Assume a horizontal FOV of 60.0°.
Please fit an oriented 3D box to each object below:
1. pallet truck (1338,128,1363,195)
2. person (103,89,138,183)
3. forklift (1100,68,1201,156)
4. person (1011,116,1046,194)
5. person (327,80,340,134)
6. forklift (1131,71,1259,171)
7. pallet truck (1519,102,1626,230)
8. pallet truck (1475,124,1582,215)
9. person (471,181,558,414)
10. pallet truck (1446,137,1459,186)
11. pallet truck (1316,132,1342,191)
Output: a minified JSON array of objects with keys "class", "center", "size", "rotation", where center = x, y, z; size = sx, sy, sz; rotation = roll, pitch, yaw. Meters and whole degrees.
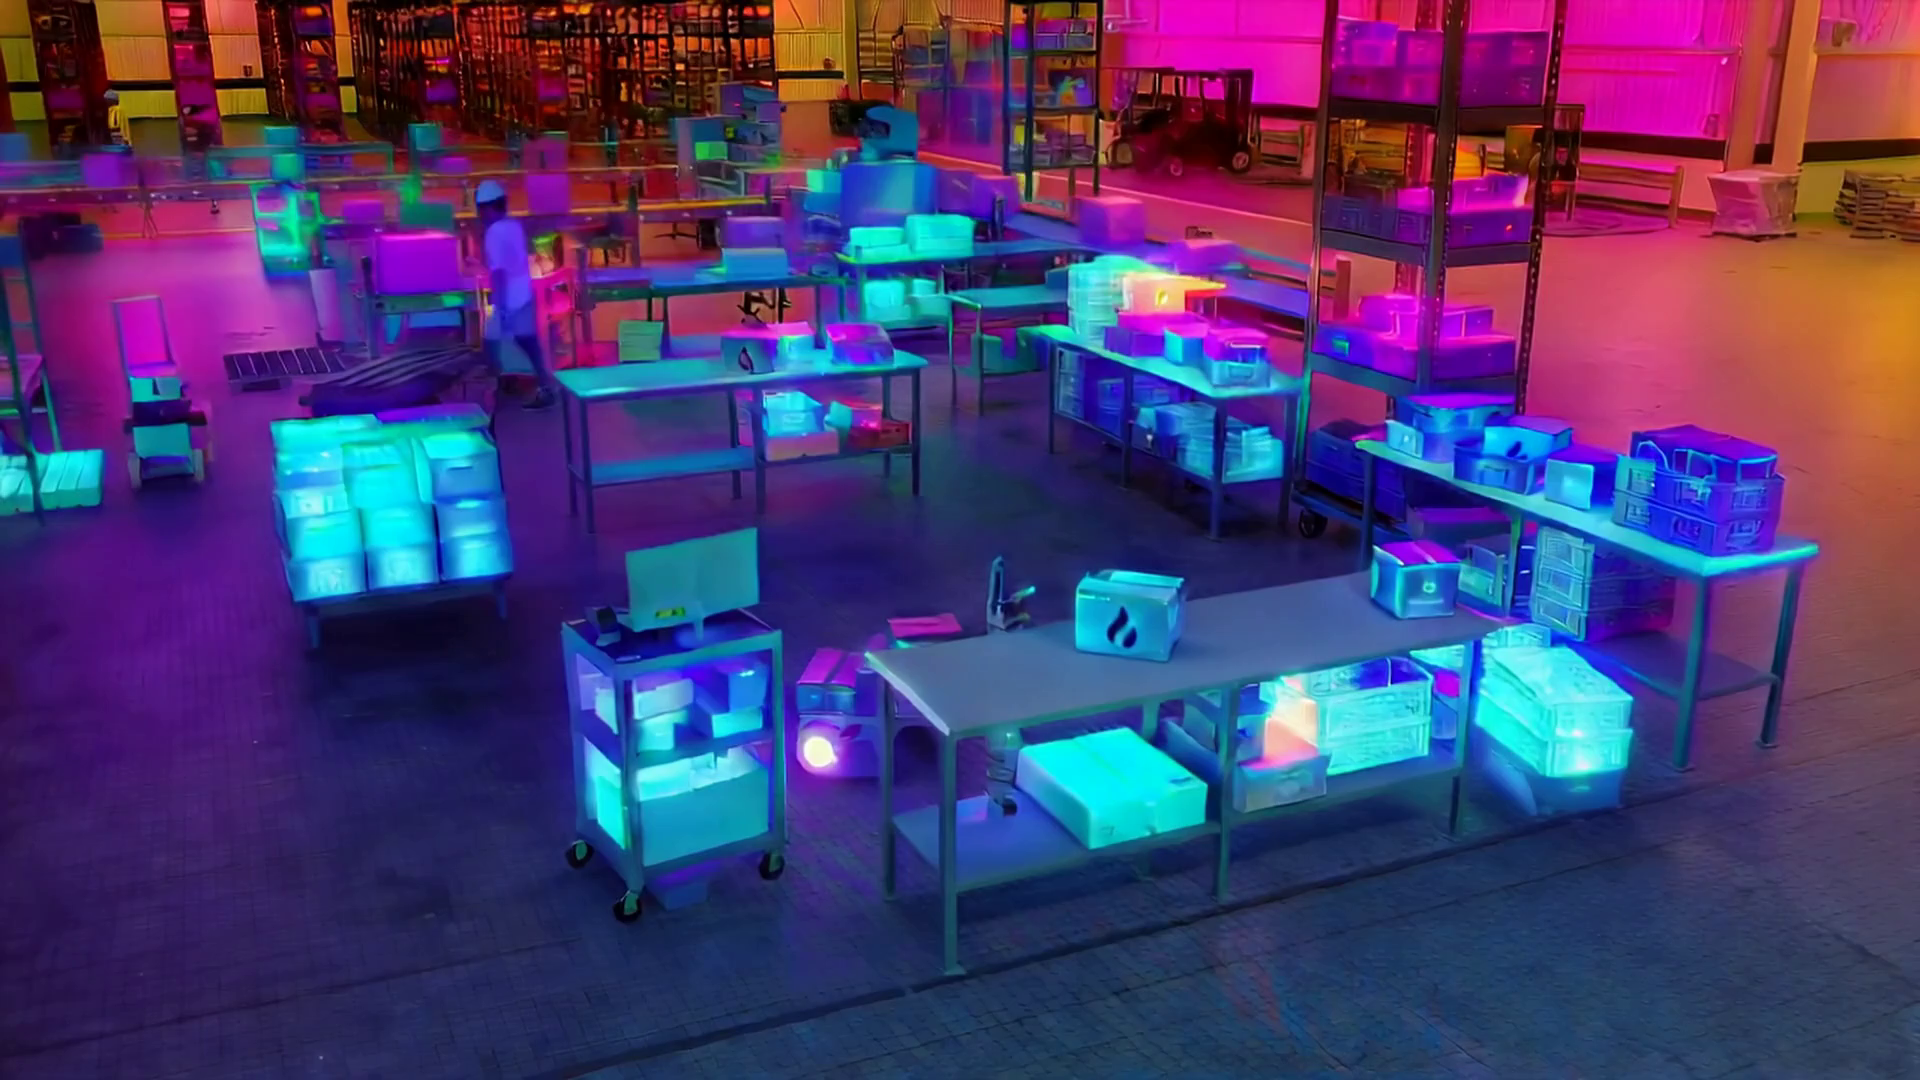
[{"class":"pallet truck","center":[7.845,-7.140,31.411],"size":[1.522,1.261,0.704],"rotation":[-9,20,-25]},{"class":"person","center":[-16.296,-7.754,32.291],"size":[0.612,1.939,0.418],"rotation":[16,24,41]},{"class":"forklift","center":[4.082,-9.564,37.410],"size":[2.680,1.987,1.157],"rotation":[-8,19,-23]},{"class":"person","center":[1.124,-6.024,26.906],"size":[0.671,1.893,0.451],"rotation":[-10,20,-28]},{"class":"person","center":[-16.717,-11.540,44.365],"size":[0.388,1.847,0.563],"rotation":[-2,18,-6]},{"class":"forklift","center":[4.998,-8.936,35.413],"size":[2.680,1.987,1.157],"rotation":[-9,20,-25]},{"class":"pallet truck","center":[9.972,-6.037,26.785],"size":[1.885,1.965,0.823],"rotation":[-9,20,-25]},{"class":"pallet truck","center":[9.707,-6.455,28.103],"size":[1.885,1.965,0.823],"rotation":[-7,19,-20]},{"class":"person","center":[-3.987,-2.067,14.299],"size":[1.053,1.981,0.630],"rotation":[3,18,9]},{"class":"pallet truck","center":[9.184,-6.485,29.328],"size":[1.630,1.274,0.653],"rotation":[-8,19,-23]},{"class":"pallet truck","center":[7.723,-7.504,32.656],"size":[1.601,1.201,0.680],"rotation":[-8,19,-23]}]
